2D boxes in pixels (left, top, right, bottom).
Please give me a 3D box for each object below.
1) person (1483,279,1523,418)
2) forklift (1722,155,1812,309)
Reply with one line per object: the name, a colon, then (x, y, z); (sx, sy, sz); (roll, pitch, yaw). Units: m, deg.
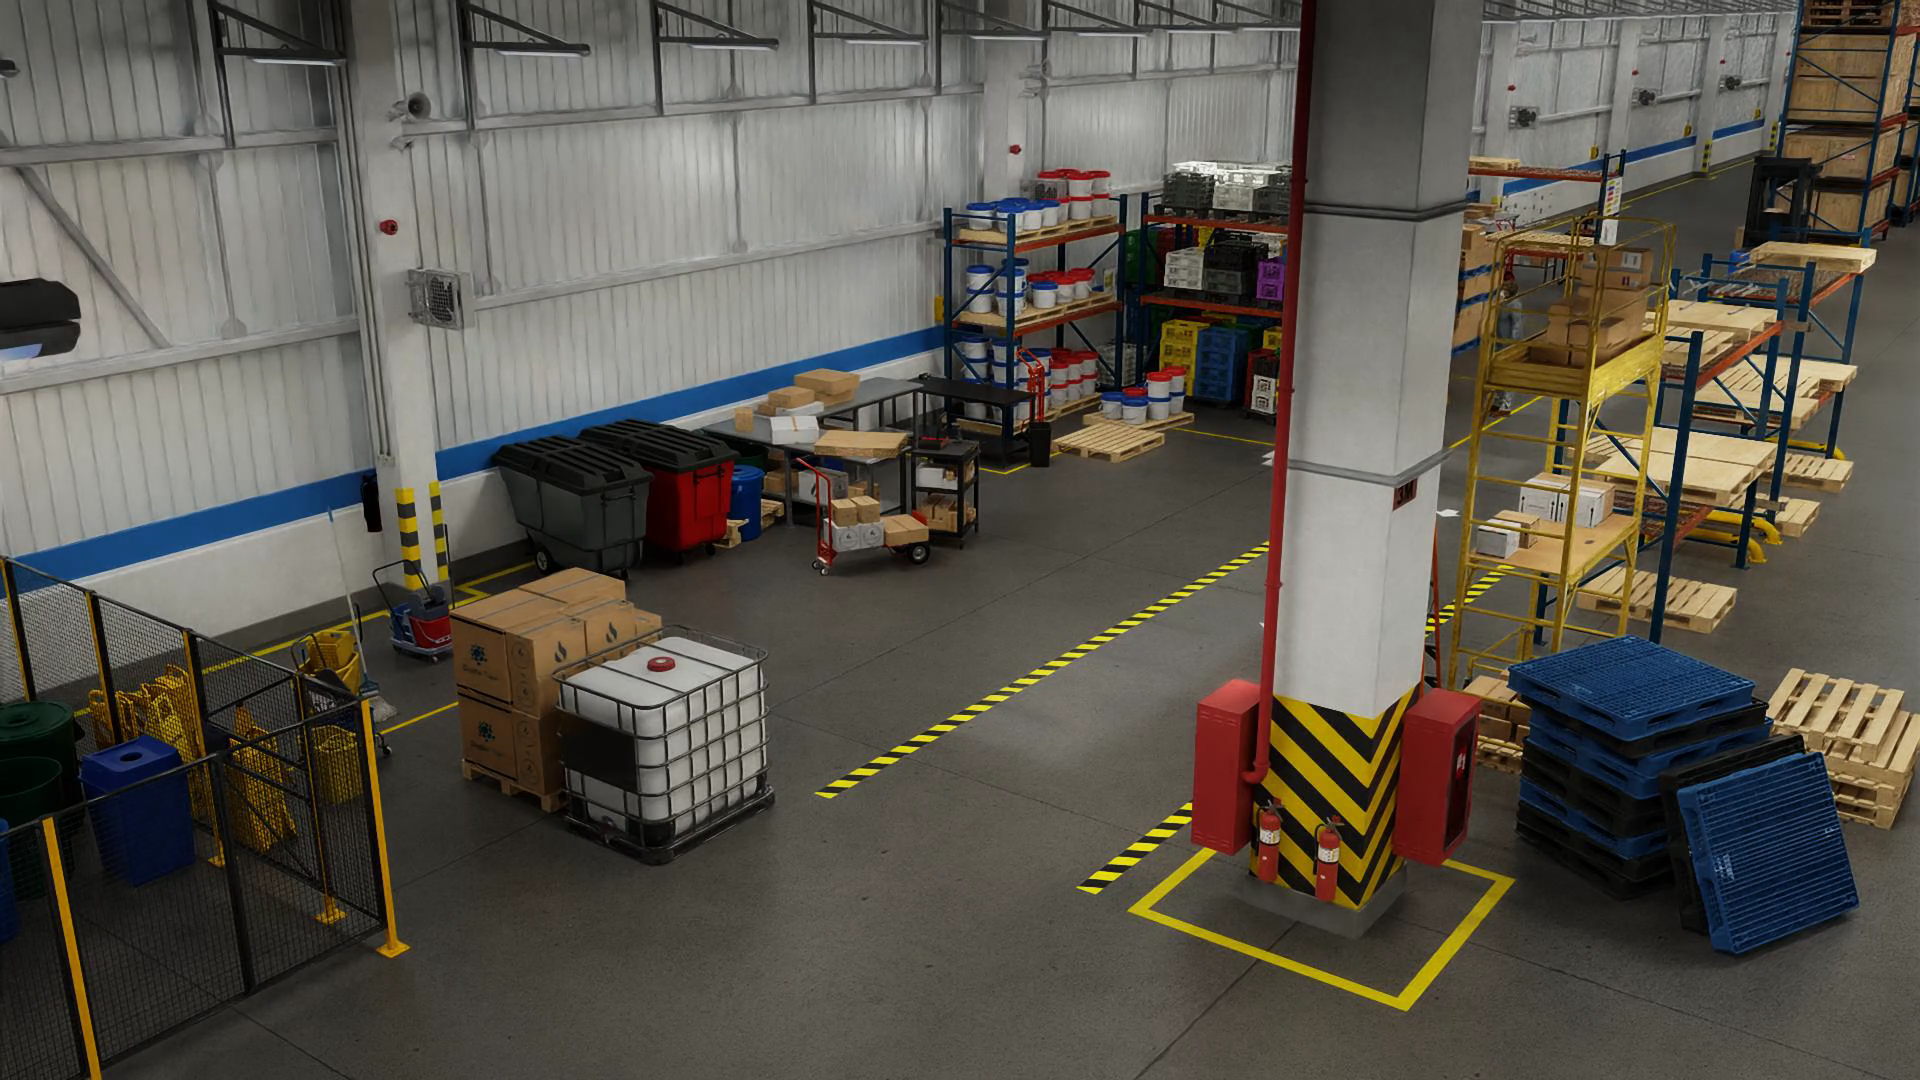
person: (7.649, -2.693, 23.351); (0.363, 1.939, 0.636); (-1, 18, -2)
forklift: (15.453, -5.887, 31.637); (1.129, 2.768, 1.873); (13, 22, 34)
